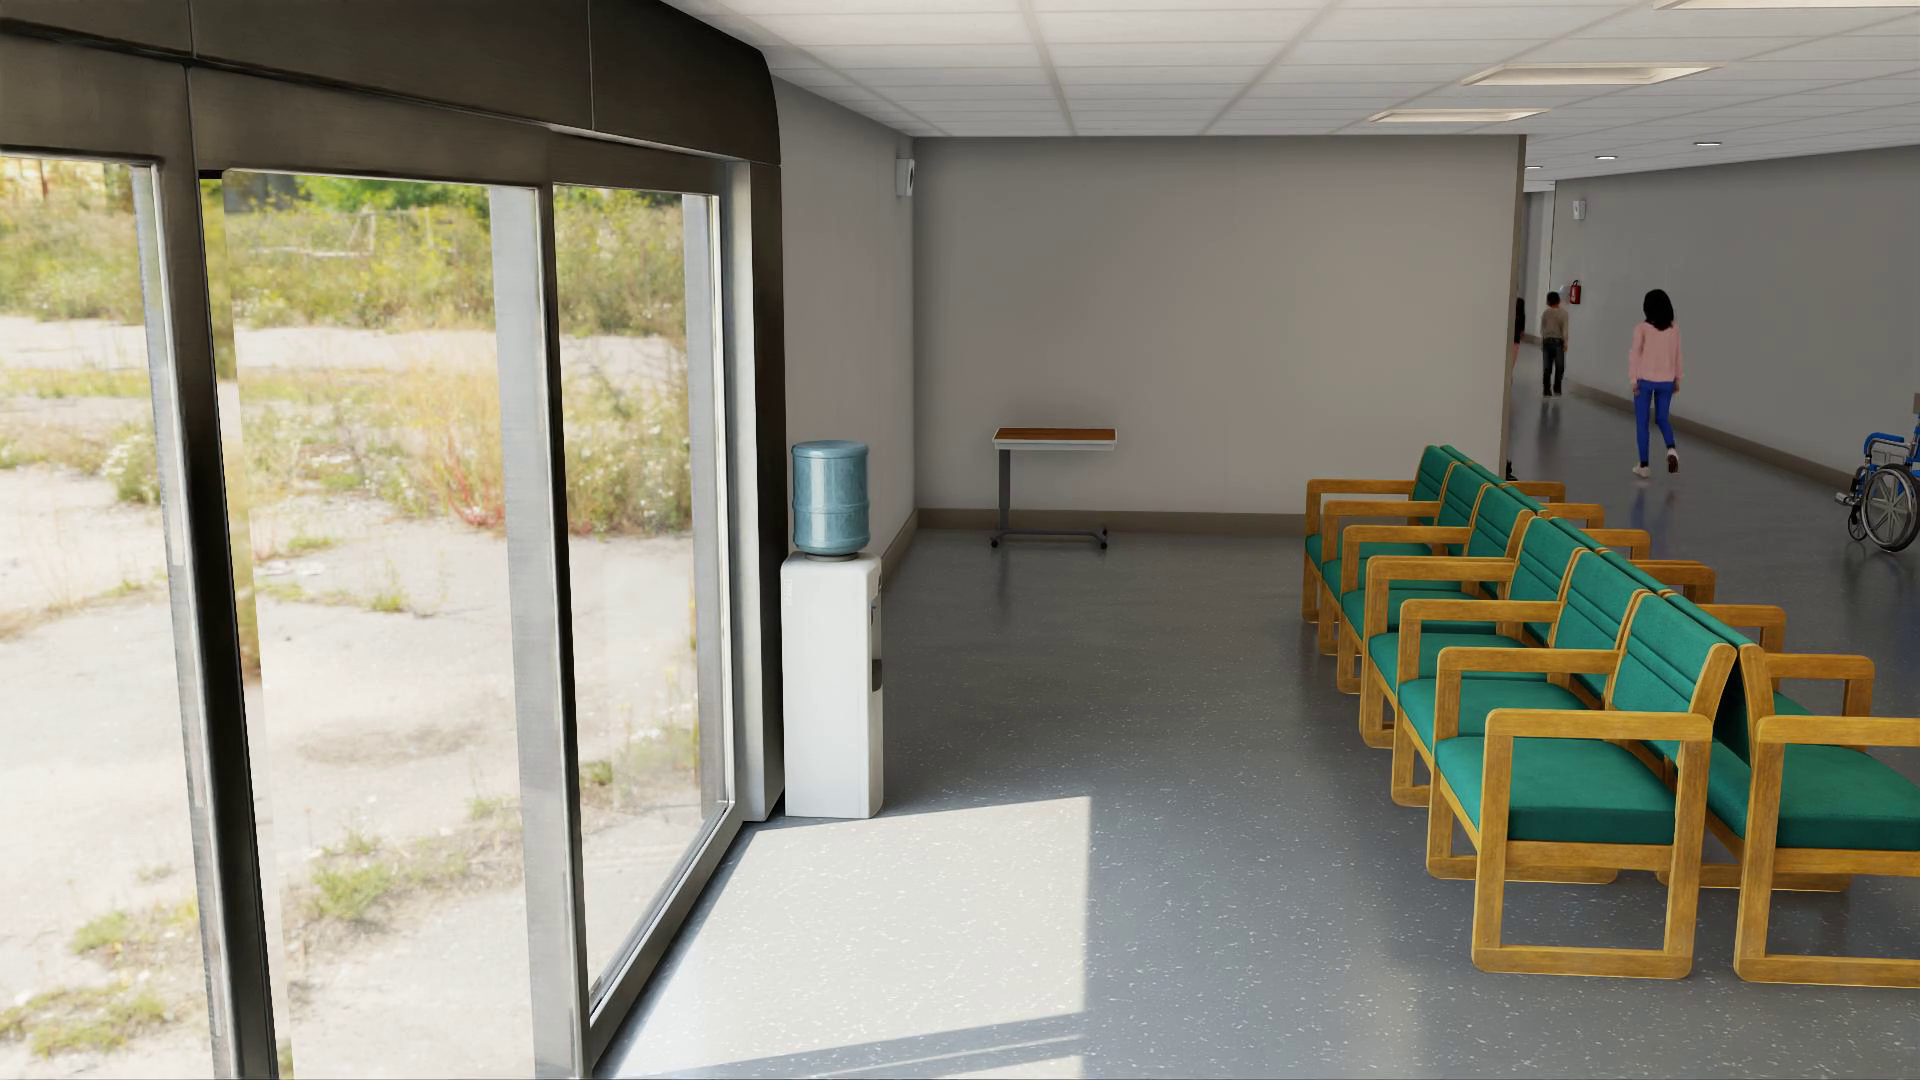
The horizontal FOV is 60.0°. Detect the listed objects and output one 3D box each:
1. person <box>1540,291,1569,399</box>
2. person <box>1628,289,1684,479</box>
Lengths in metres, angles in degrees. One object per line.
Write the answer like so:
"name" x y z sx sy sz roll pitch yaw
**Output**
"person" 8.054 -2.634 22.580 0.754 1.440 0.685 -10 15 -43
"person" 6.445 -1.423 15.387 0.818 1.742 0.745 1 11 3
